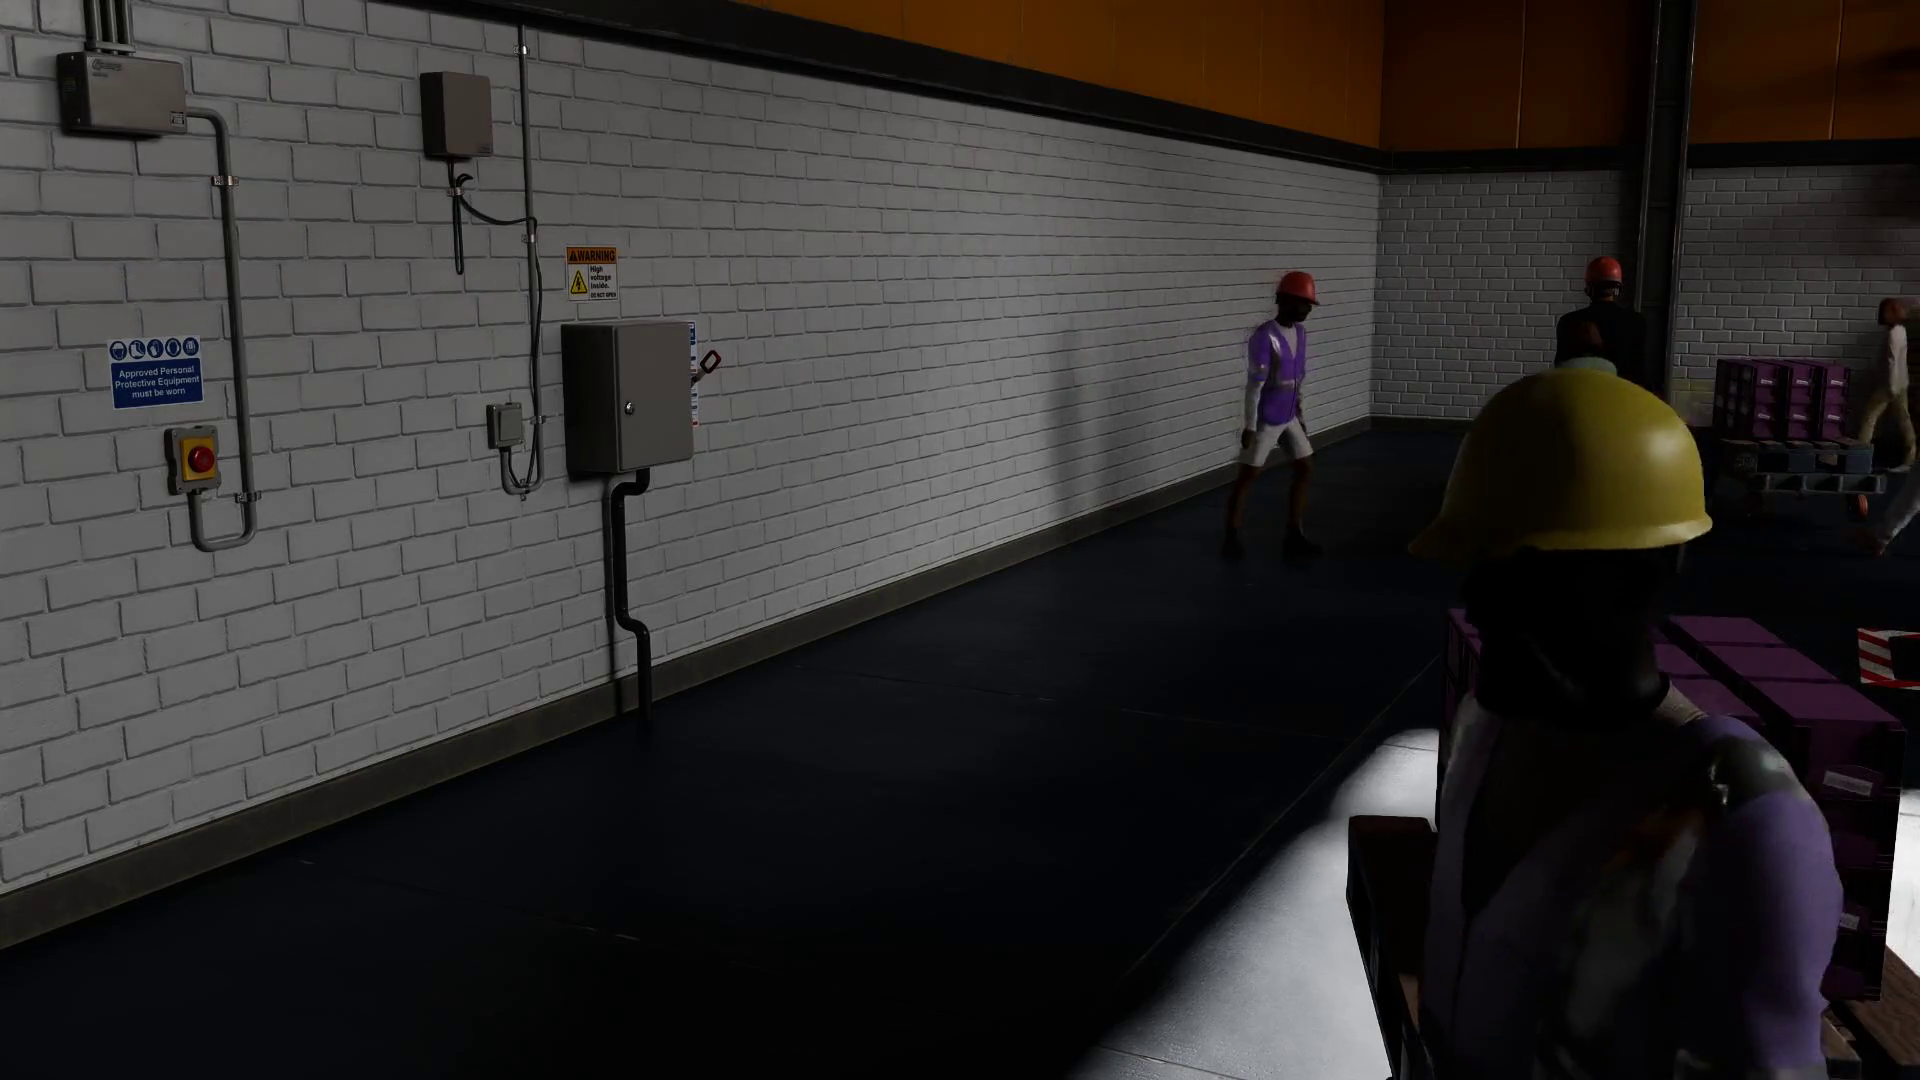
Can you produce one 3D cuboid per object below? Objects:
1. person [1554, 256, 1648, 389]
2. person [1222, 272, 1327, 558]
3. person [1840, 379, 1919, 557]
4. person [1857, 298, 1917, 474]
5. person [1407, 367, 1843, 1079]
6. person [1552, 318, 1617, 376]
[{"bbox_3d":[4.356,-0.929,11.378,0.615,1.997,0.373,1,10,5],"label":"person"},{"bbox_3d":[2.104,-0.812,10.998,0.756,1.889,0.659,9,14,43],"label":"person"},{"bbox_3d":[6.390,-0.747,10.915,0.958,1.793,0.664,5,11,29],"label":"person"},{"bbox_3d":[8.474,-1.412,15.307,0.797,1.601,0.503,8,13,40],"label":"person"},{"bbox_3d":[0.689,0.768,1.802,0.545,1.911,0.592,-1,10,-7],"label":"person"},{"bbox_3d":[4.093,-0.652,10.918,0.515,1.601,0.704,-3,10,-16],"label":"person"}]
